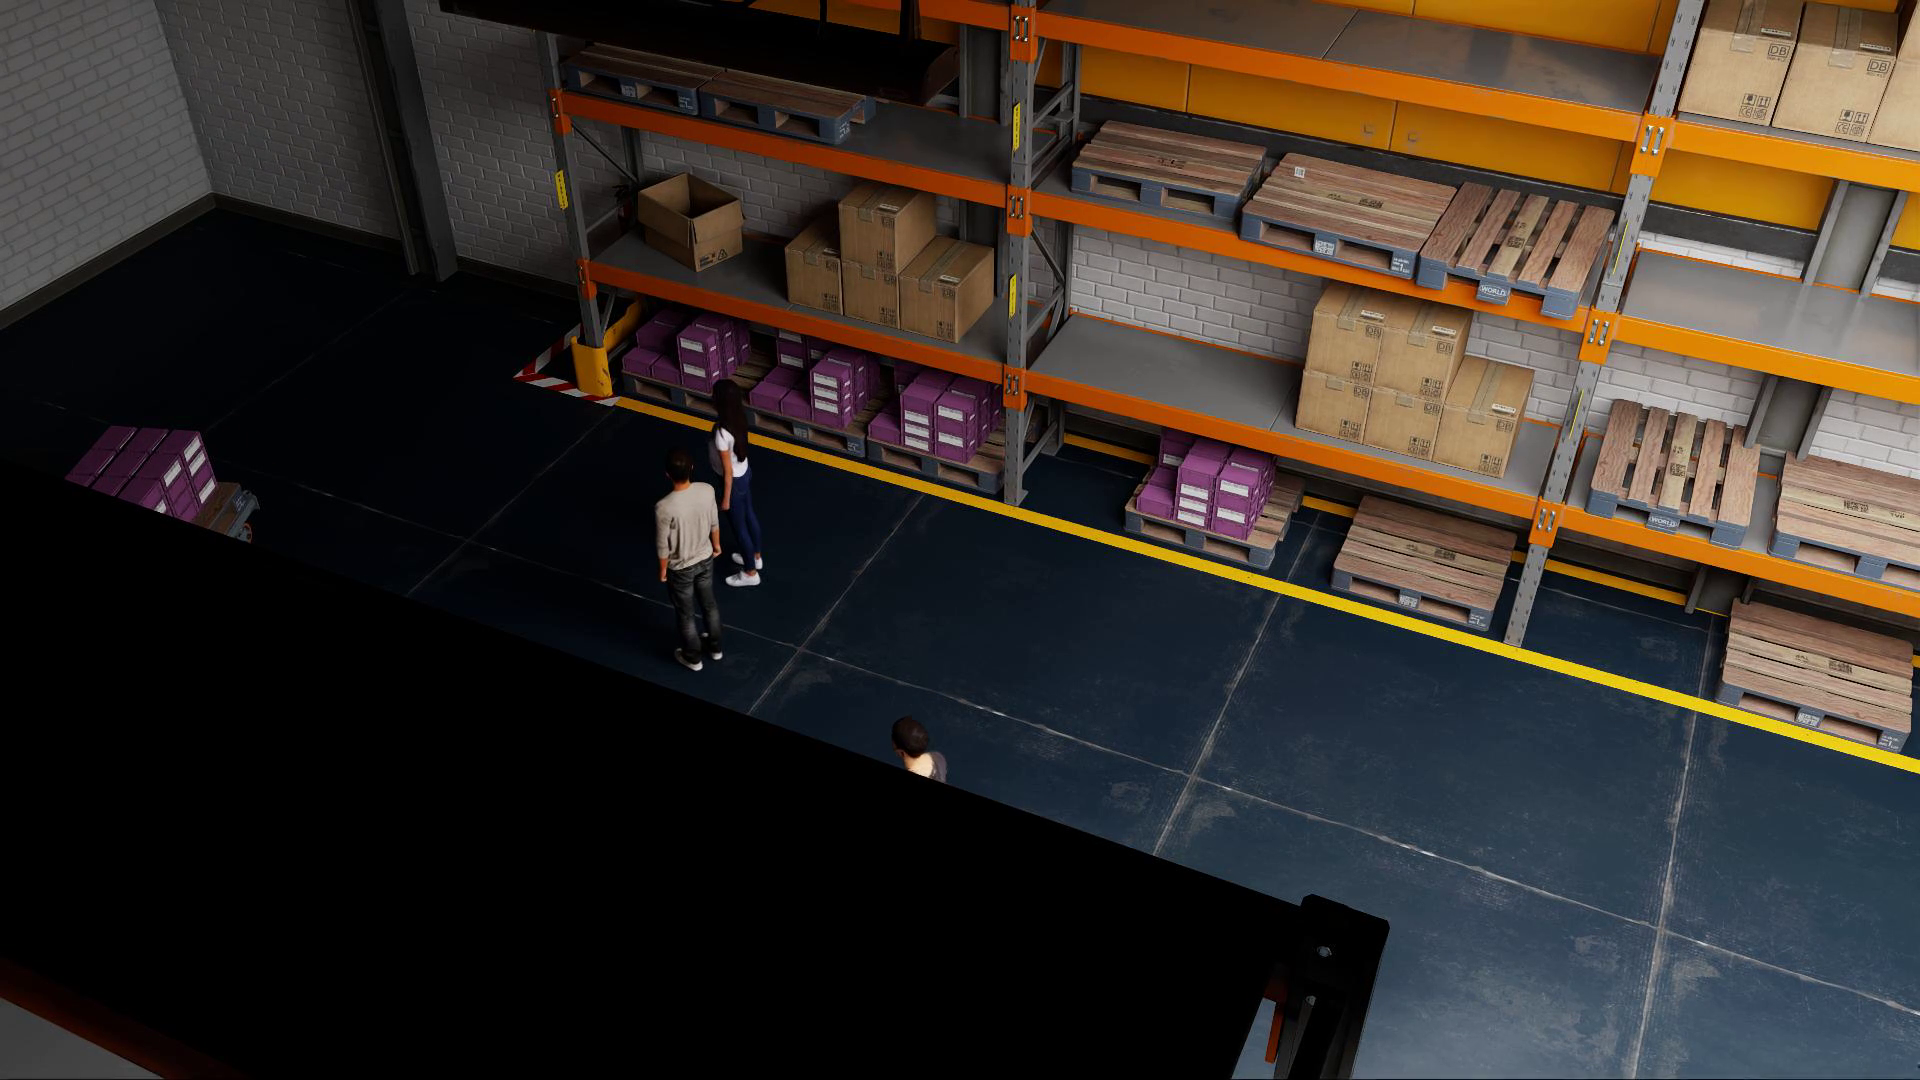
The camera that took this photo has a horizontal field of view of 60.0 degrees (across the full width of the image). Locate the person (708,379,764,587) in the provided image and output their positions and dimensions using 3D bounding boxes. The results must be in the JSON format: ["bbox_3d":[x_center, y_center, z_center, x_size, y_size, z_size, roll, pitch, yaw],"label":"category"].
[{"bbox_3d":[-1.639,-0.421,12.230,0.601,1.774,0.643,6,39,8],"label":"person"}]

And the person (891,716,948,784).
[{"bbox_3d":[-0.200,1.705,9.633,1.108,1.692,0.801,28,46,31],"label":"person"}]

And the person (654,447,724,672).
[{"bbox_3d":[-1.860,0.143,11.497,0.722,1.807,0.682,-29,47,-31],"label":"person"}]
